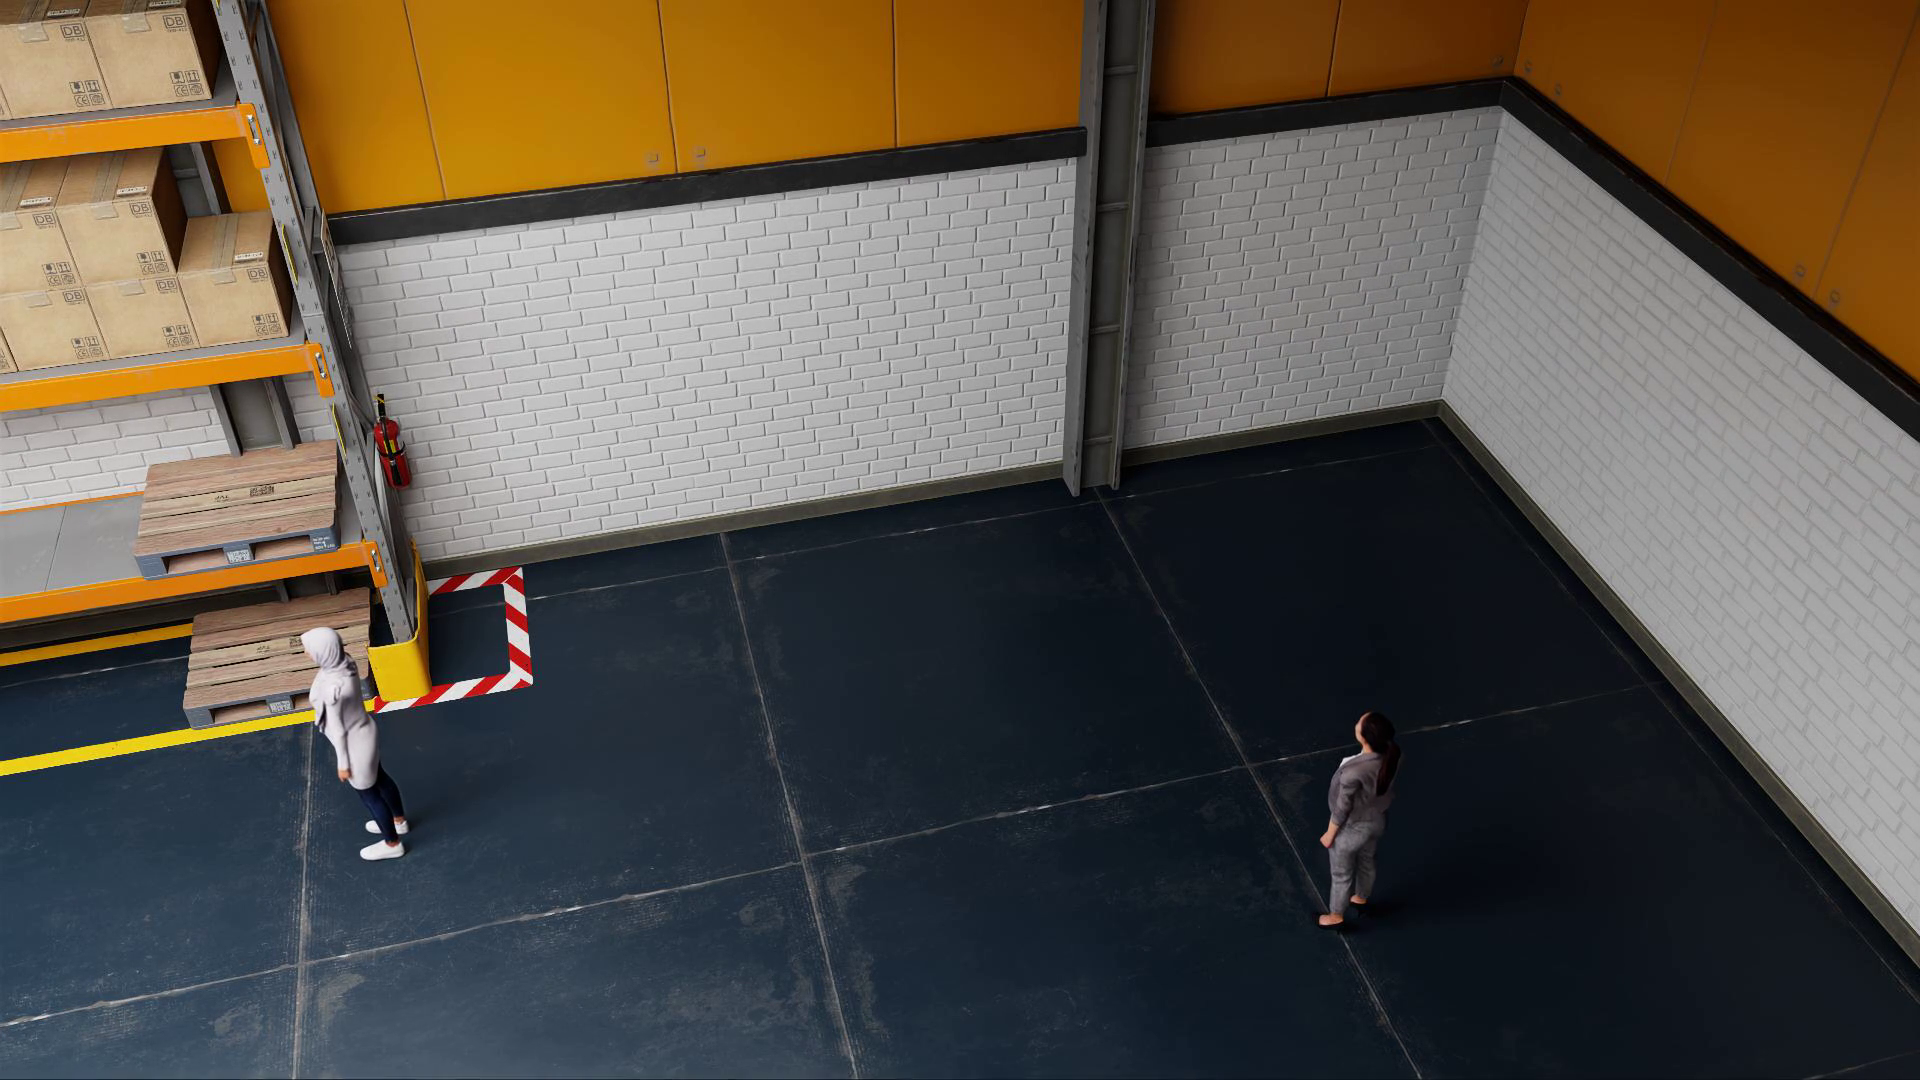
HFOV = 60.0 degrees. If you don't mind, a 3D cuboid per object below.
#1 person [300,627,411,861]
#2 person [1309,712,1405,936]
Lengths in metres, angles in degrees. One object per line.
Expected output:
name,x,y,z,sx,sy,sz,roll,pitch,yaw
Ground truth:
person,-3.593,1.214,9.935,0.548,1.775,0.618,-6,39,-8
person,2.275,1.626,9.498,0.618,1.677,0.746,-23,44,-26
